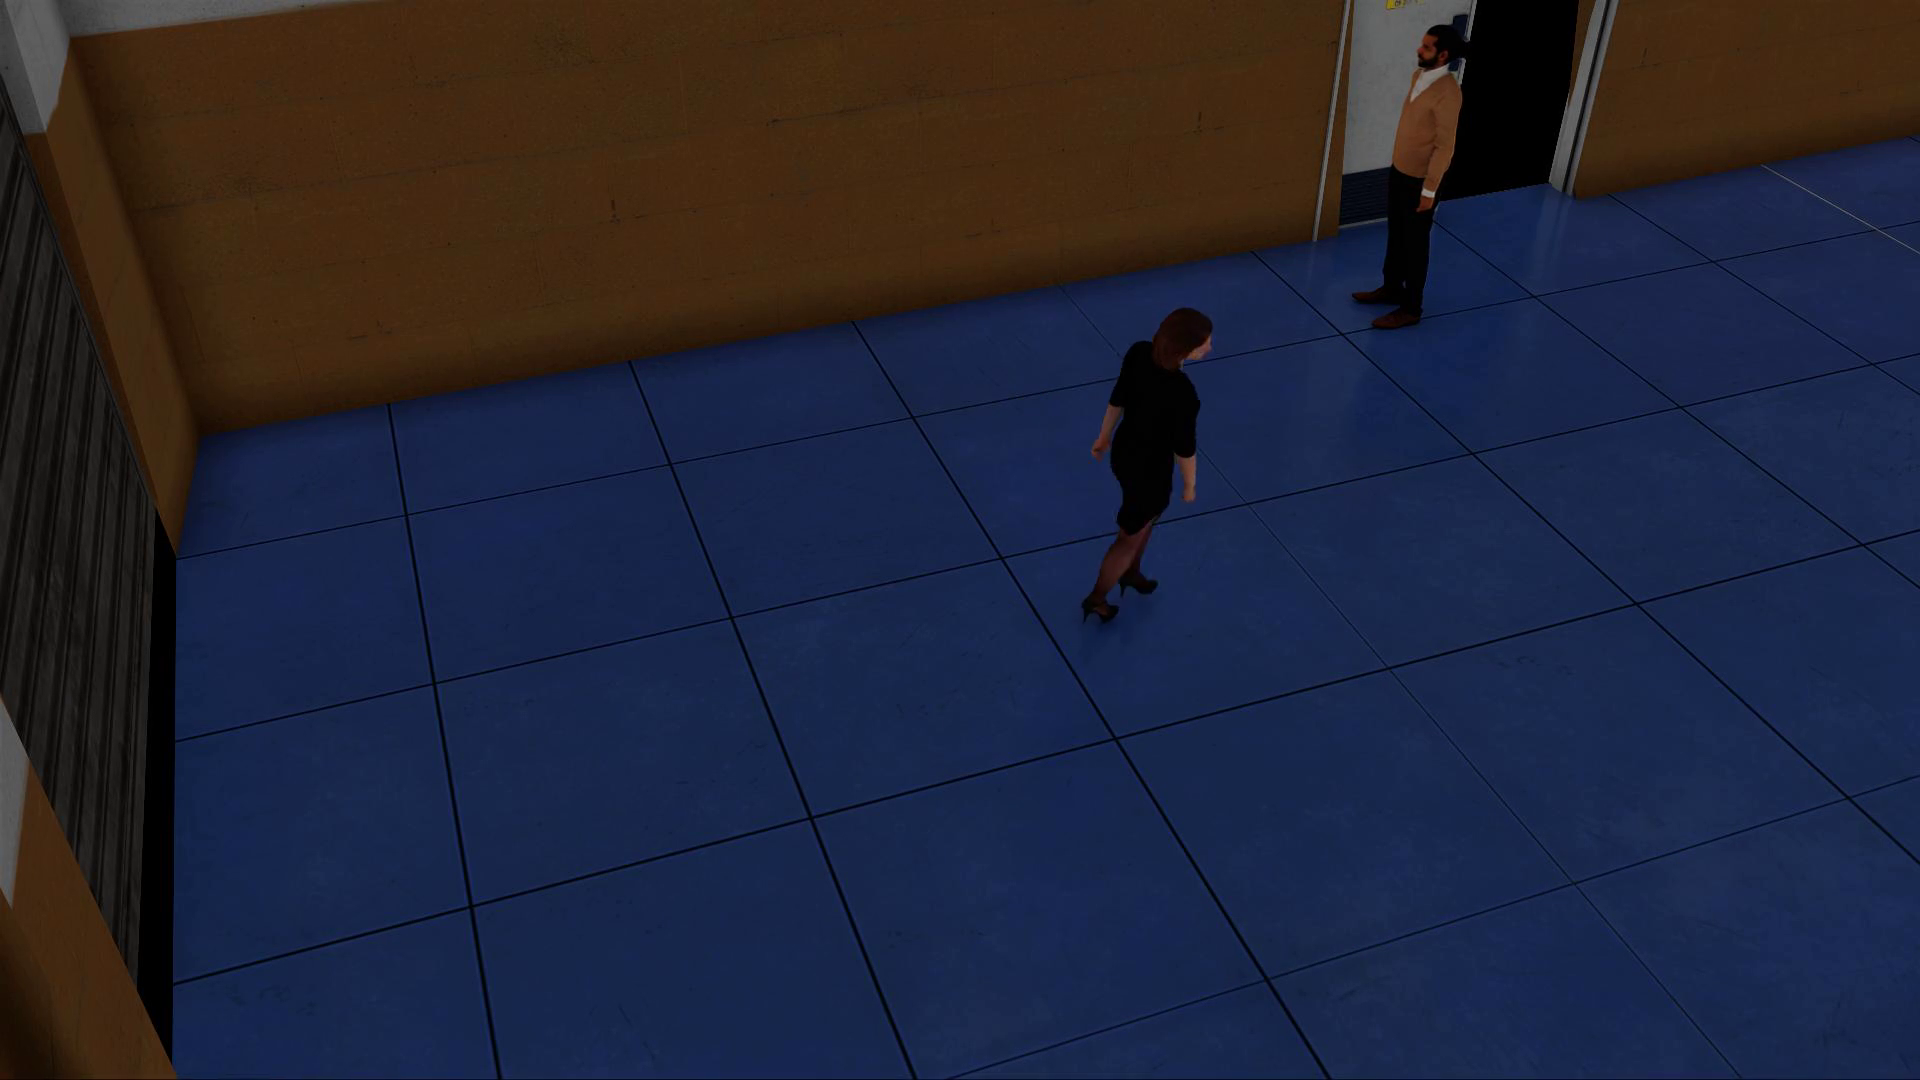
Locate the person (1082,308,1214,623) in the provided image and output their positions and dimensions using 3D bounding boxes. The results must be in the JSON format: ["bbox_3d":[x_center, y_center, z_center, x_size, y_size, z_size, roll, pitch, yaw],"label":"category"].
[{"bbox_3d":[0.732,-0.277,7.124,0.752,1.657,0.638,-25,44,-29],"label":"person"}]

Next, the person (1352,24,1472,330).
[{"bbox_3d":[2.594,-2.060,9.432,0.762,1.754,0.579,-6,37,-8],"label":"person"}]
